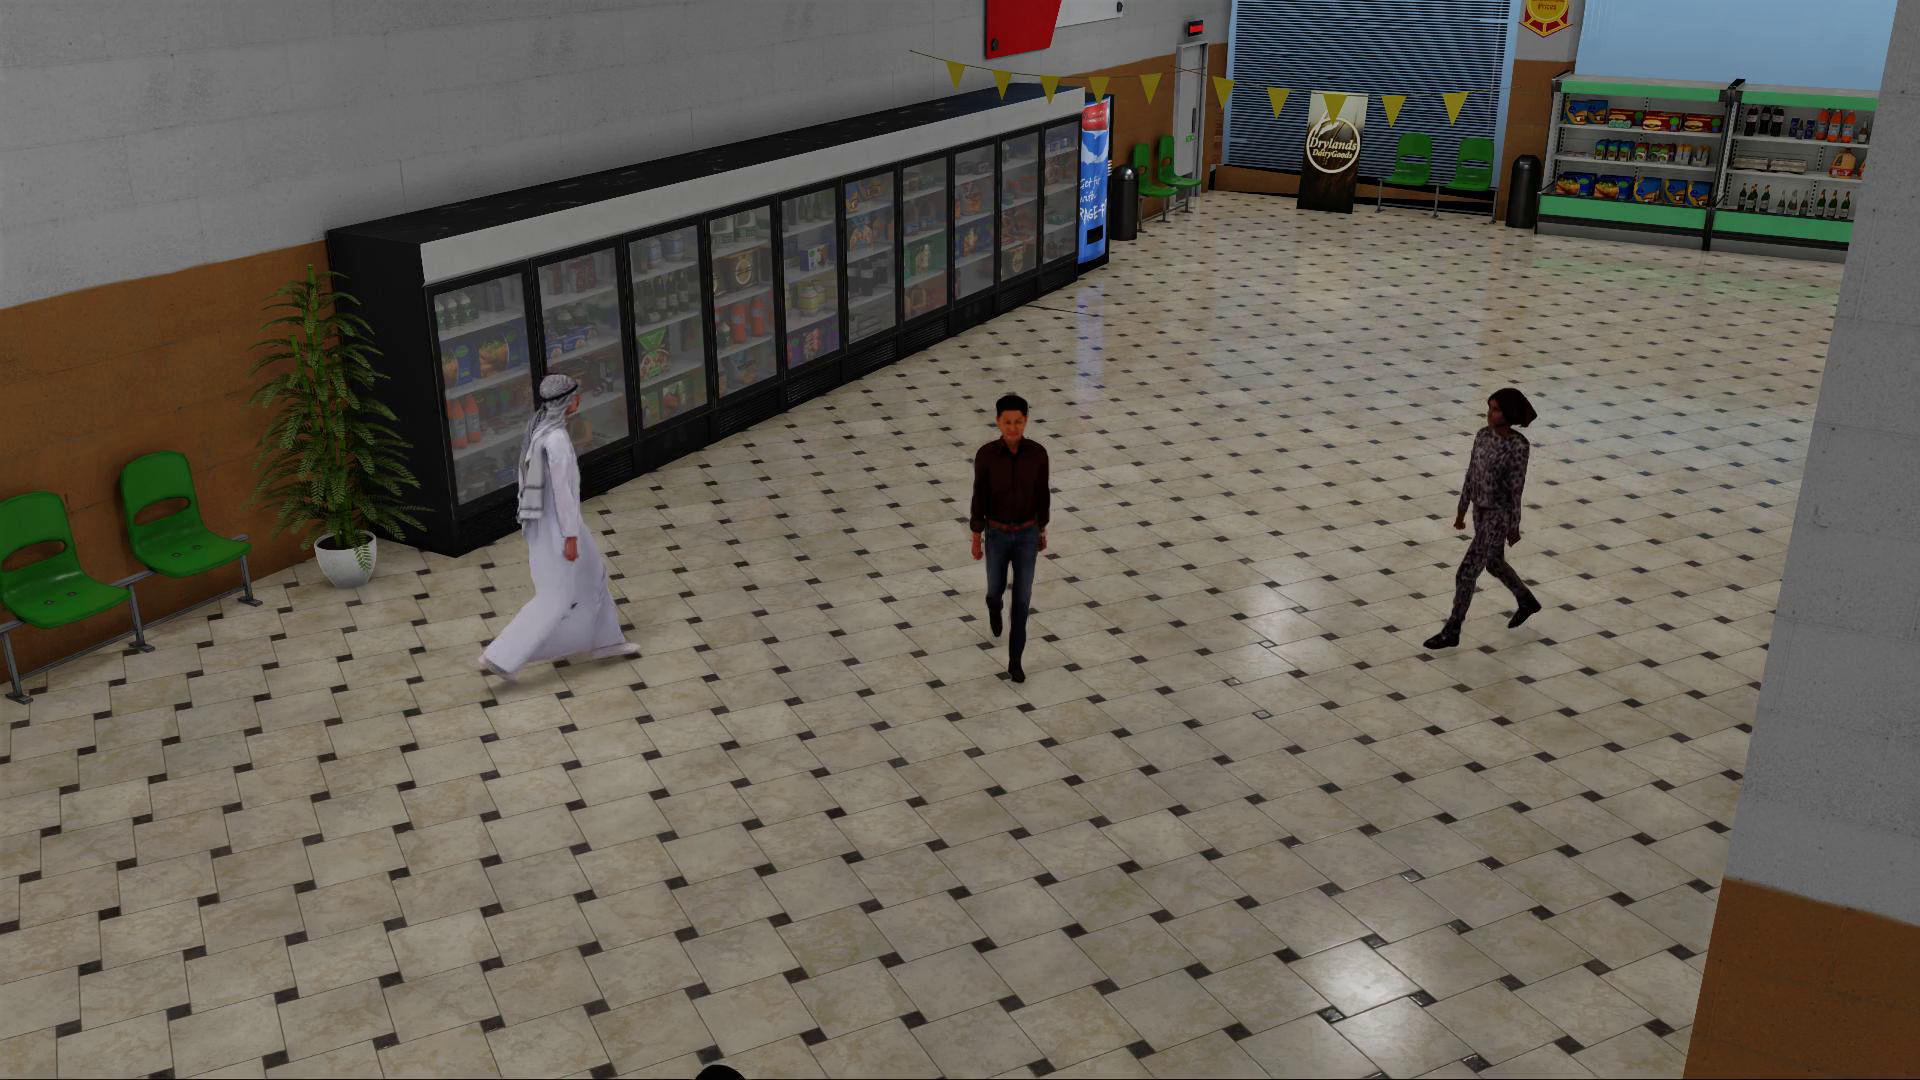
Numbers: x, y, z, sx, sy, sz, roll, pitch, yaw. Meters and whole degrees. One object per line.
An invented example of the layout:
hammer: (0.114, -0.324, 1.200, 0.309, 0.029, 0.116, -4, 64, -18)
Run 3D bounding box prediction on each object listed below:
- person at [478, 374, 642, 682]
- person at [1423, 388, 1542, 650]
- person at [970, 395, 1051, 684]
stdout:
person: (-2.532, -0.035, 9.973, 1.254, 1.886, 1.297, -11, 24, -25)
person: (3.421, -0.126, 10.483, 1.123, 1.676, 1.128, -8, 23, -18)
person: (0.296, -0.058, 10.211, 1.132, 1.752, 1.118, -2, 22, -5)
